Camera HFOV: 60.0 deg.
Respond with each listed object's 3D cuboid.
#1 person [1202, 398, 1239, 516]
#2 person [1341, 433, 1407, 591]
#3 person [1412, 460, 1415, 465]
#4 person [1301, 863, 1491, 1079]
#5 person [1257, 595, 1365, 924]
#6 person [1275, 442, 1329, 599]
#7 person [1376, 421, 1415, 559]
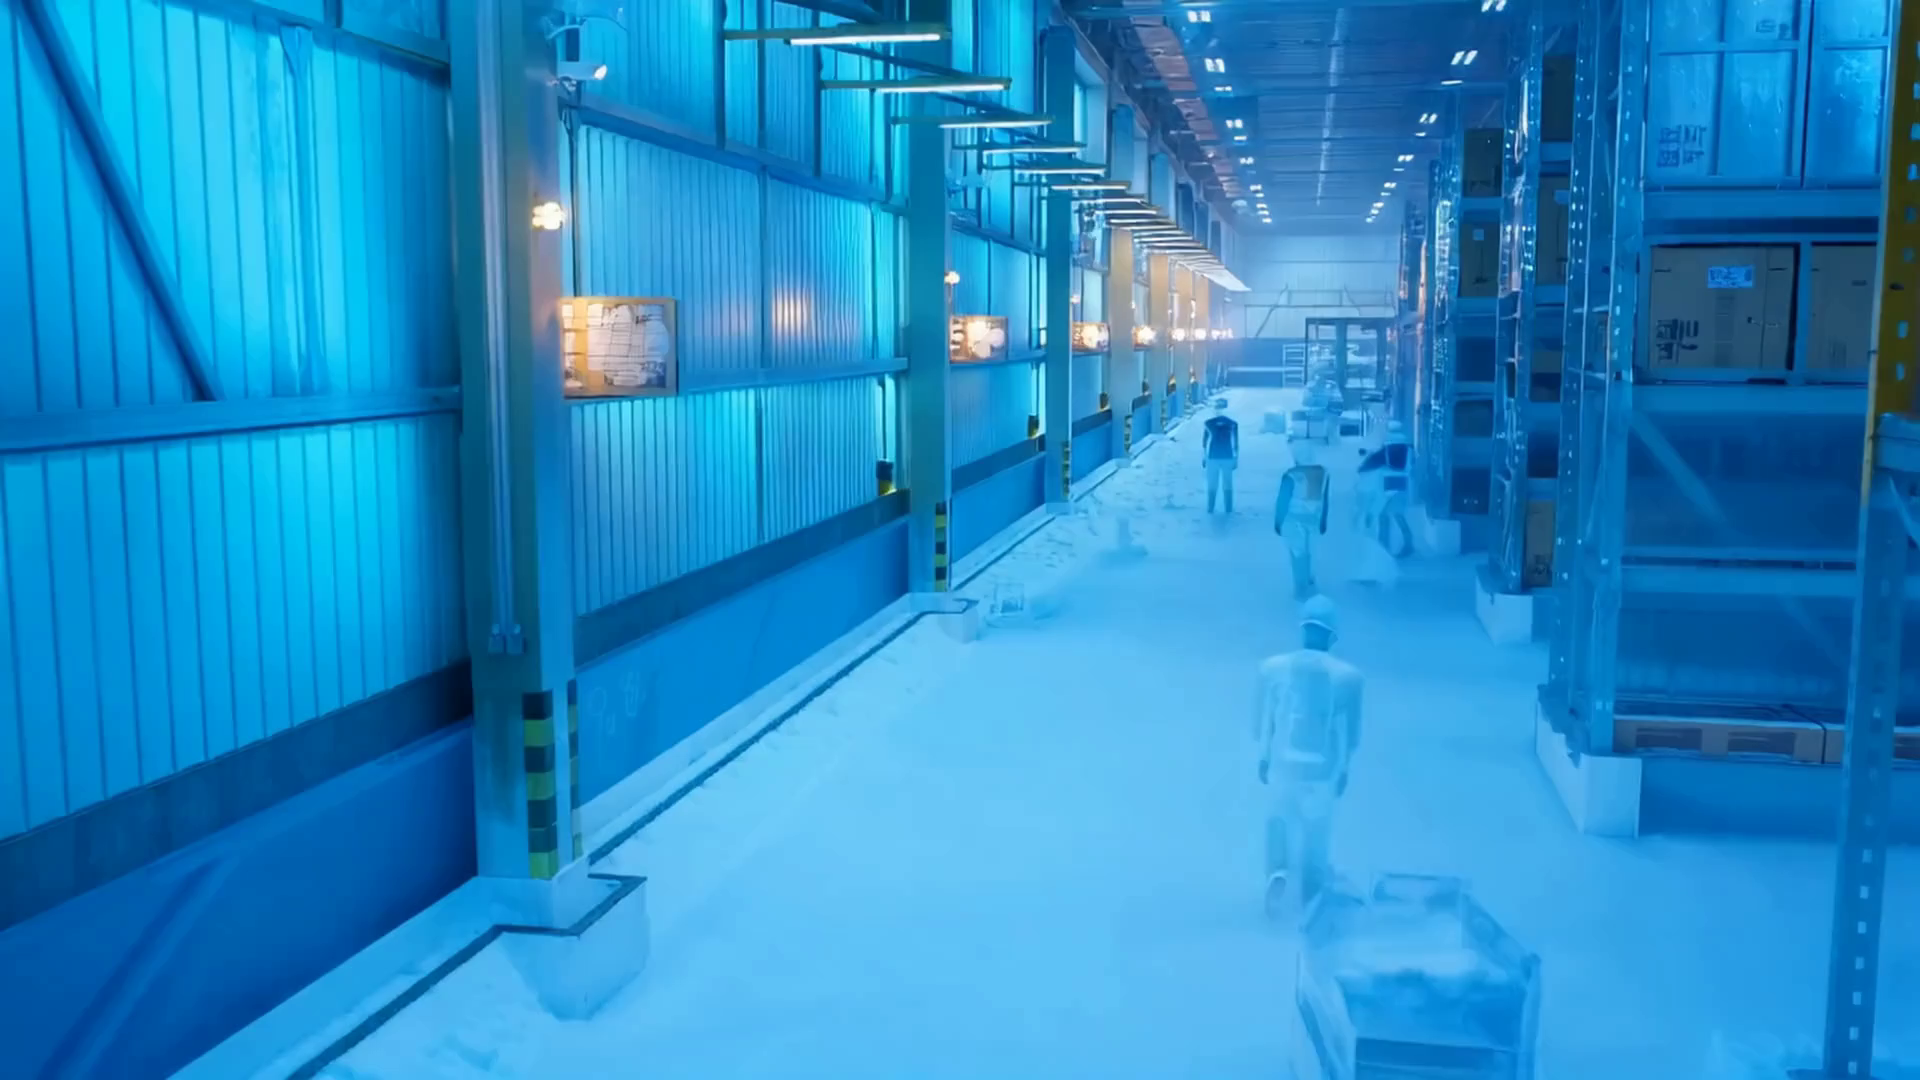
[{"bbox_3d":[4.392,-1.395,28.076,0.608,1.995,0.377,1,7,9],"label":"person"},{"bbox_3d":[5.023,-0.346,20.069,0.787,1.906,0.720,3,8,22],"label":"person"},{"bbox_3d":[10.723,-2.686,38.514,0.628,1.973,0.624,1,7,9],"label":"person"},{"bbox_3d":[1.258,1.700,4.822,0.521,1.603,0.835,3,8,20],"label":"person"},{"bbox_3d":[1.818,1.154,8.690,0.574,1.736,0.624,3,8,24],"label":"person"},{"bbox_3d":[3.937,-0.232,19.414,0.647,1.824,0.586,-4,8,-27],"label":"person"},{"bbox_3d":[5.975,-0.692,22.876,0.568,1.902,0.896,-2,7,-13],"label":"person"}]
